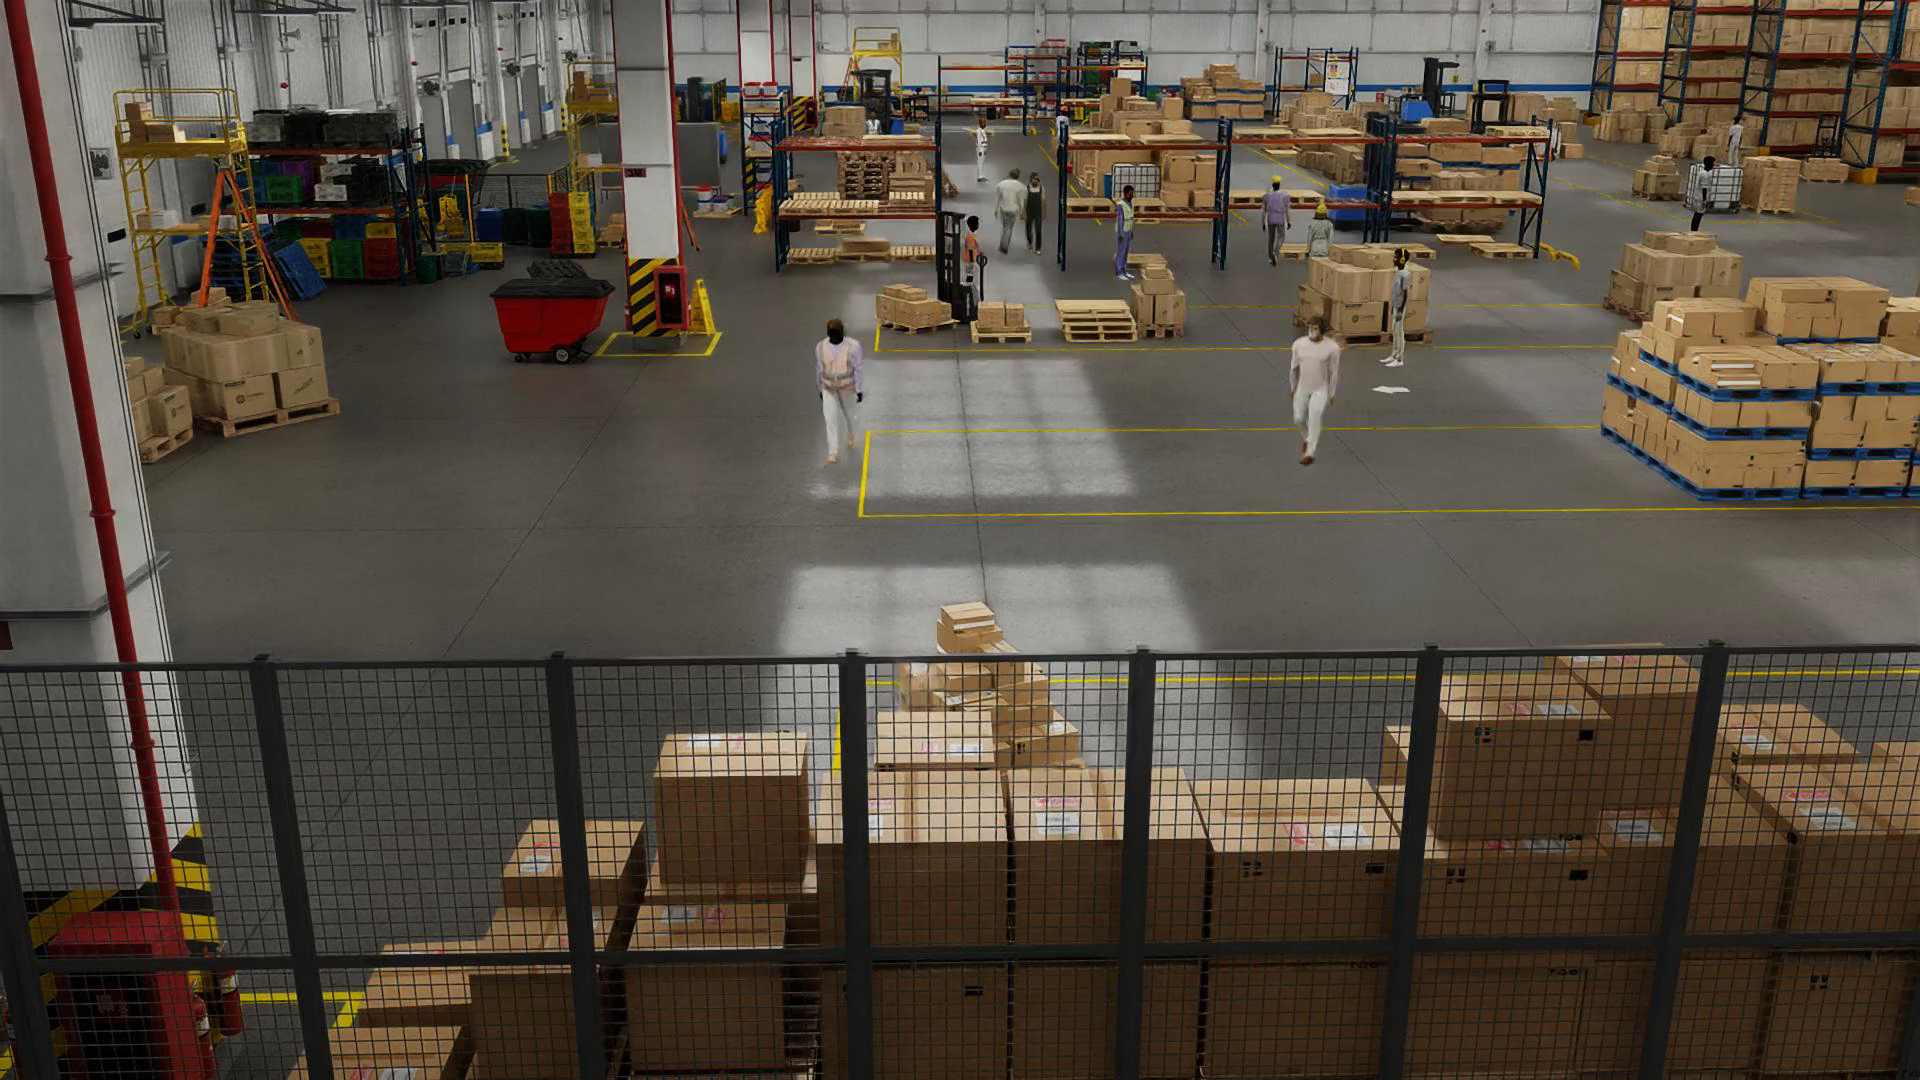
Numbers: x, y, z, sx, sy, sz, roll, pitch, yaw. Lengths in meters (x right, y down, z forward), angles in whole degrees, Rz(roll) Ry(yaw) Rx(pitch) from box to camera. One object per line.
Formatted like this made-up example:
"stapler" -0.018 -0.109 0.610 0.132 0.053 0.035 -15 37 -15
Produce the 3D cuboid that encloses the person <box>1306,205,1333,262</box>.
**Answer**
"person" 6.986 -5.645 32.369 0.486 1.744 0.310 2 19 5

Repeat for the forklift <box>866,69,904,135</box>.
"forklift" -2.895 -15.504 59.864 1.129 2.768 1.873 10 21 28

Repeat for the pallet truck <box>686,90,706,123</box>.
"pallet truck" -9.671 -15.907 62.421 0.823 1.965 1.885 5 19 15

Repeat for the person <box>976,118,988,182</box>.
"person" 0.664 -11.855 50.579 0.355 1.882 0.576 4 19 12

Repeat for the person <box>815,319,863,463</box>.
"person" -1.535 -1.962 21.336 0.621 1.819 0.830 1 19 4

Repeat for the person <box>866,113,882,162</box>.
"person" -2.935 -13.694 56.473 0.521 1.600 0.845 -6 19 -16

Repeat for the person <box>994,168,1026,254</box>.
"person" 1.141 -7.364 37.229 0.715 1.898 0.631 7 20 19

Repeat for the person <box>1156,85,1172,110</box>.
"person" 8.106 -17.026 65.876 0.651 1.897 0.920 -2 19 -6

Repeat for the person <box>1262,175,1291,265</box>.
"person" 6.790 -6.880 35.769 0.634 1.910 0.676 9 21 25

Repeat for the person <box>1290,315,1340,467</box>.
"person" 4.470 -1.905 21.012 0.627 1.924 0.541 11 22 30

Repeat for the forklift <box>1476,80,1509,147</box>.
"forklift" 17.107 -13.435 53.727 1.129 2.768 1.873 7 20 19

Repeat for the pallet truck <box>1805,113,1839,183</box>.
"pallet truck" 26.403 -11.957 50.702 0.823 1.965 1.885 6 19 16

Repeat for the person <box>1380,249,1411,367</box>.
"person" 6.926 -3.676 26.331 0.329 1.873 0.514 1 19 2

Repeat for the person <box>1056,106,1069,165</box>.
"person" 3.411 -13.353 54.953 0.369 1.929 0.542 -16 25 -40

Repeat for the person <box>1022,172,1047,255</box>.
"person" 1.670 -7.308 37.175 0.592 1.830 0.487 -1 19 -3

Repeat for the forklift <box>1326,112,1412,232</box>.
"forklift" 10.034 -8.969 40.479 1.873 2.768 1.129 -1 19 -2

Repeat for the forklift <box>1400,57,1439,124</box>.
"forklift" 19.363 -18.501 68.756 1.873 2.768 1.129 -1 19 -1

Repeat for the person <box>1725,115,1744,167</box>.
"person" 24.164 -12.312 51.966 0.520 1.865 0.335 -6 20 -17

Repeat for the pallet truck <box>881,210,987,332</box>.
"pallet truck" -0.493 -4.759 29.349 1.885 1.965 0.823 -13 23 -34

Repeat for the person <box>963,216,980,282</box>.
"person" 0.220 -5.247 31.255 0.317 1.697 0.540 0 19 1

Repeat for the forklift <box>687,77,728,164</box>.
"forklift" -8.726 -13.868 55.012 1.873 2.768 1.129 -1 19 -1

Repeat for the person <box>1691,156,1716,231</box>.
"person" 17.478 -8.047 39.152 0.363 1.963 0.612 4 19 11

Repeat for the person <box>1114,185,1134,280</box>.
"person" 3.372 -6.296 34.037 0.392 1.916 0.592 10 21 26
